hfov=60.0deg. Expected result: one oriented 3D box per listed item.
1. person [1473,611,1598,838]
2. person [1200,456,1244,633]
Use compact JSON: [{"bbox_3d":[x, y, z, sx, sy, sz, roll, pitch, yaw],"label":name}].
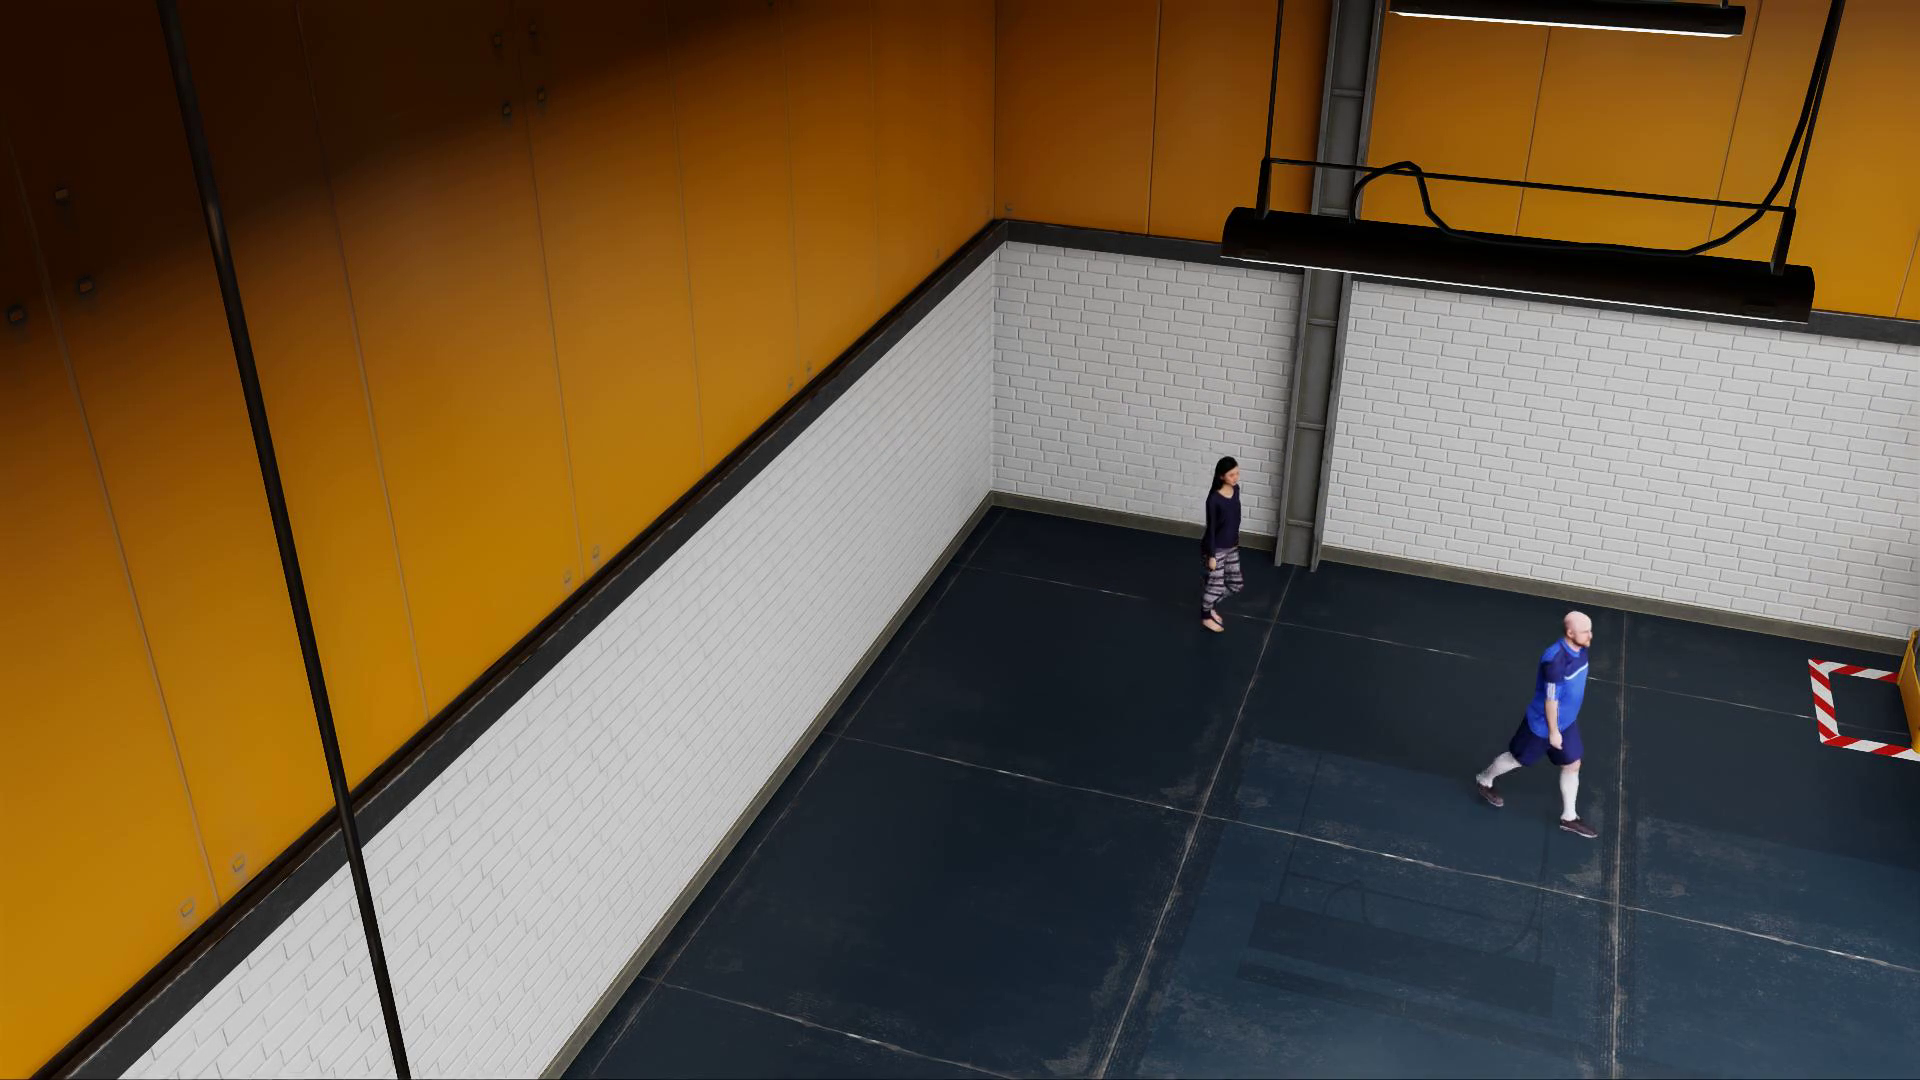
[{"bbox_3d":[4.258,1.307,12.226,1.036,1.803,1.297,-25,37,-37],"label":"person"},{"bbox_3d":[2.231,0.012,14.681,0.730,1.724,0.718,25,37,38],"label":"person"}]
